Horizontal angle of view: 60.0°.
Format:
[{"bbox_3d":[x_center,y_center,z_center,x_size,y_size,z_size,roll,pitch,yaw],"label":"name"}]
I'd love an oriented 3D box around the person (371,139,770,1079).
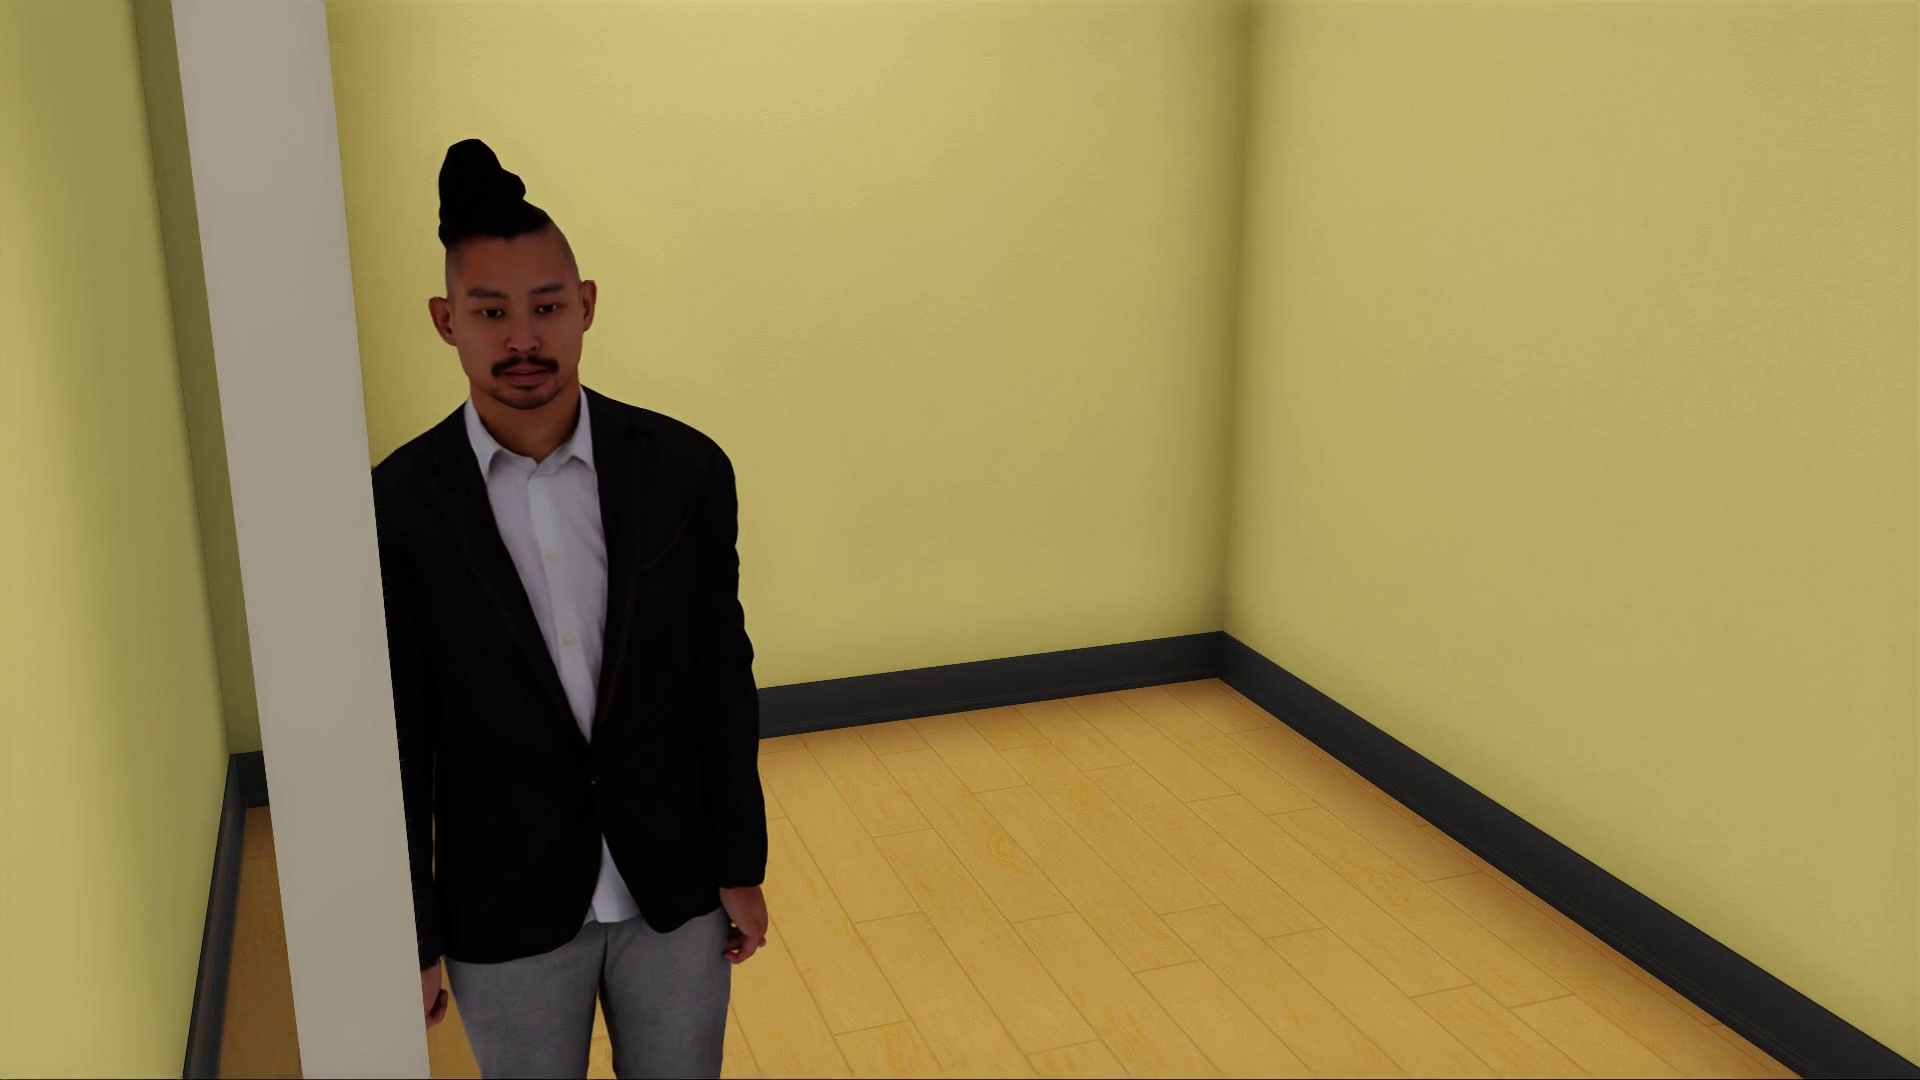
[{"bbox_3d":[-0.545,0.432,2.347,0.541,1.951,0.773,-7,17,-22],"label":"person"}]
